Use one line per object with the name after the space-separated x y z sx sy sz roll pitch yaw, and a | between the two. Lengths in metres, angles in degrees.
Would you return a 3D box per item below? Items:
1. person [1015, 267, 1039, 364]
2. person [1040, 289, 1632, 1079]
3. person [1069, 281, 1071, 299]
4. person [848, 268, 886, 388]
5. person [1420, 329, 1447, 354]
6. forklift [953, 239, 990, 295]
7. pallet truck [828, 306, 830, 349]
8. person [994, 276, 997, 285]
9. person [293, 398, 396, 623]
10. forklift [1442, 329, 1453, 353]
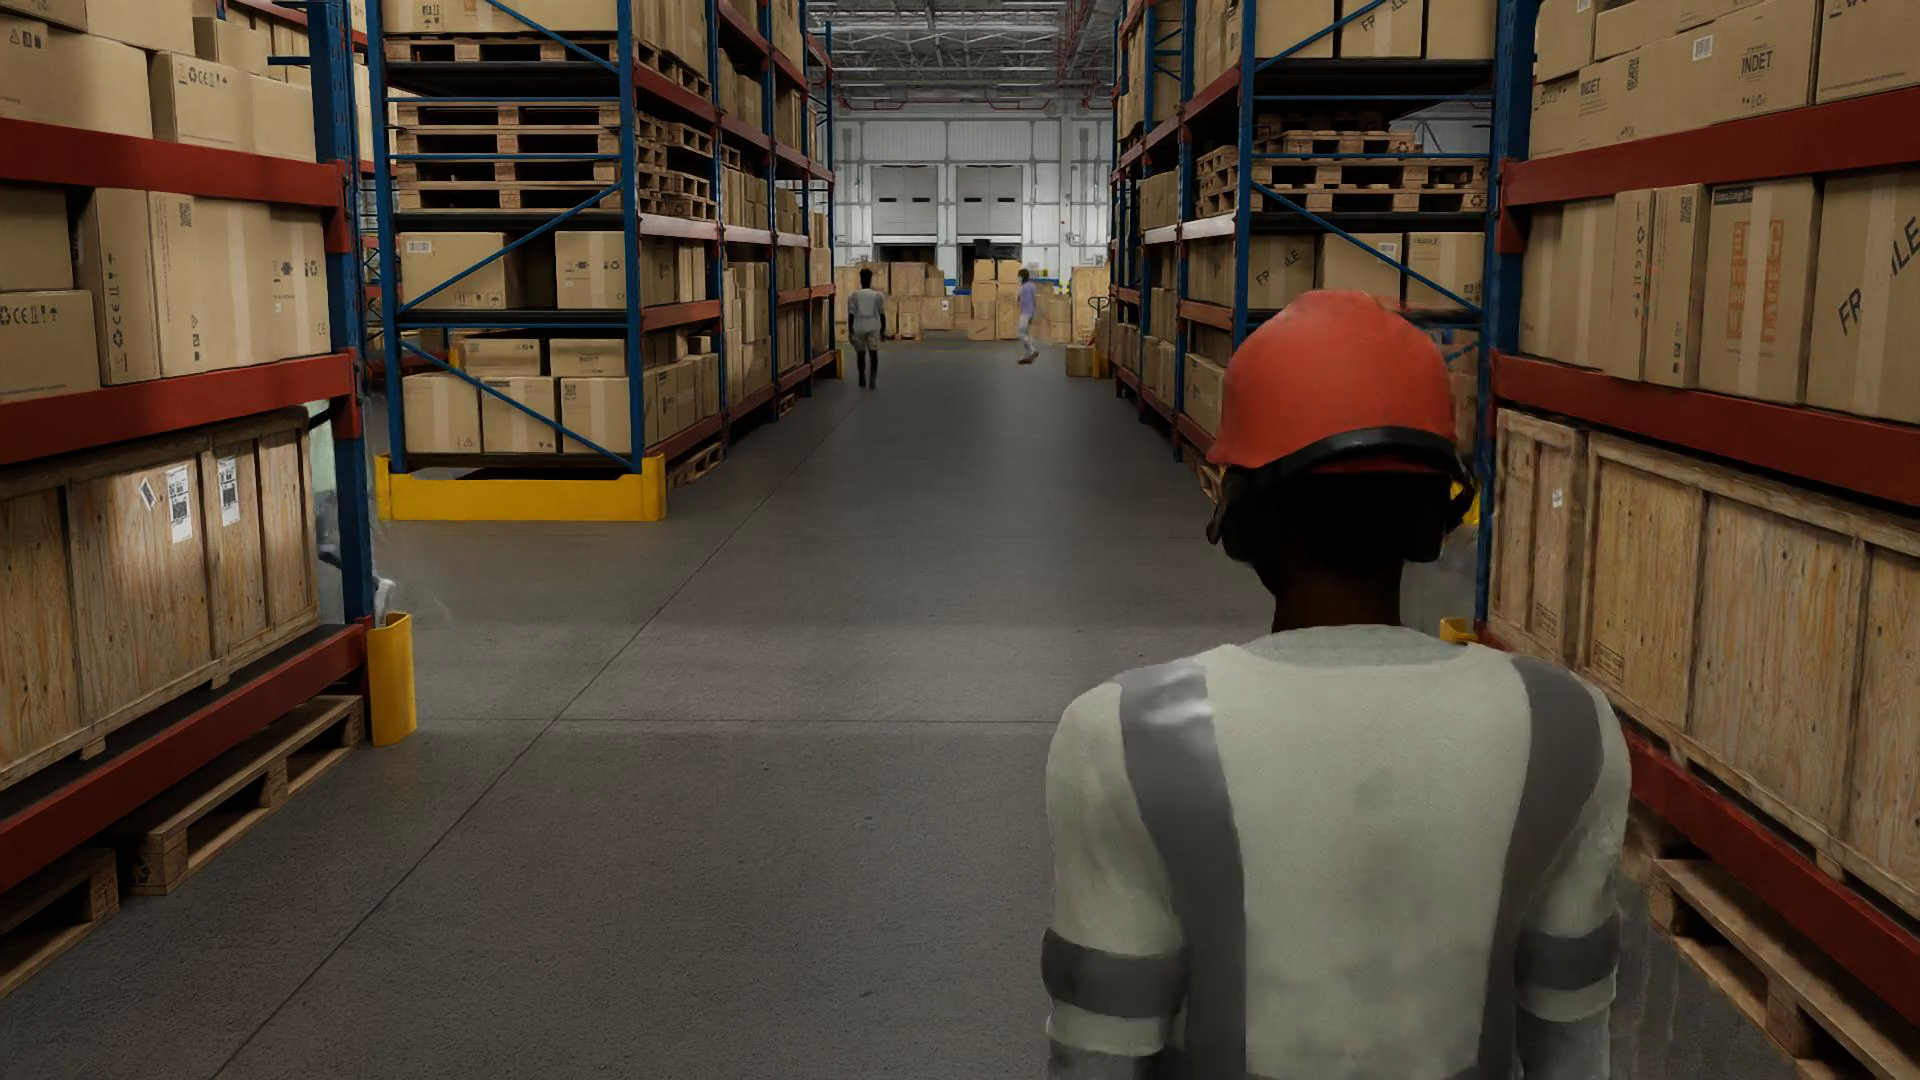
1.282 -4.419 32.899 0.448 1.918 0.660 -1 10 -6 | person
0.397 0.753 1.709 0.620 2.009 0.997 -1 10 -5 | person
4.319 -9.114 61.998 0.540 1.591 0.881 1 10 5 | person
-1.488 -3.366 26.542 0.608 1.946 0.756 -1 10 -5 | person
7.884 -3.425 27.835 0.518 1.627 0.480 1 10 8 | person
0.752 -8.931 57.061 1.873 2.768 1.129 3 10 16 | forklift
-3.100 -3.940 29.800 1.885 1.965 0.823 3 10 19 | pallet truck
1.111 -8.393 57.271 0.333 1.733 0.480 -4 10 -25 | person
-3.428 -0.267 8.917 0.607 1.617 0.509 -1 10 -6 | person
10.999 -5.527 36.668 1.129 2.768 1.873 0 9 0 | forklift
